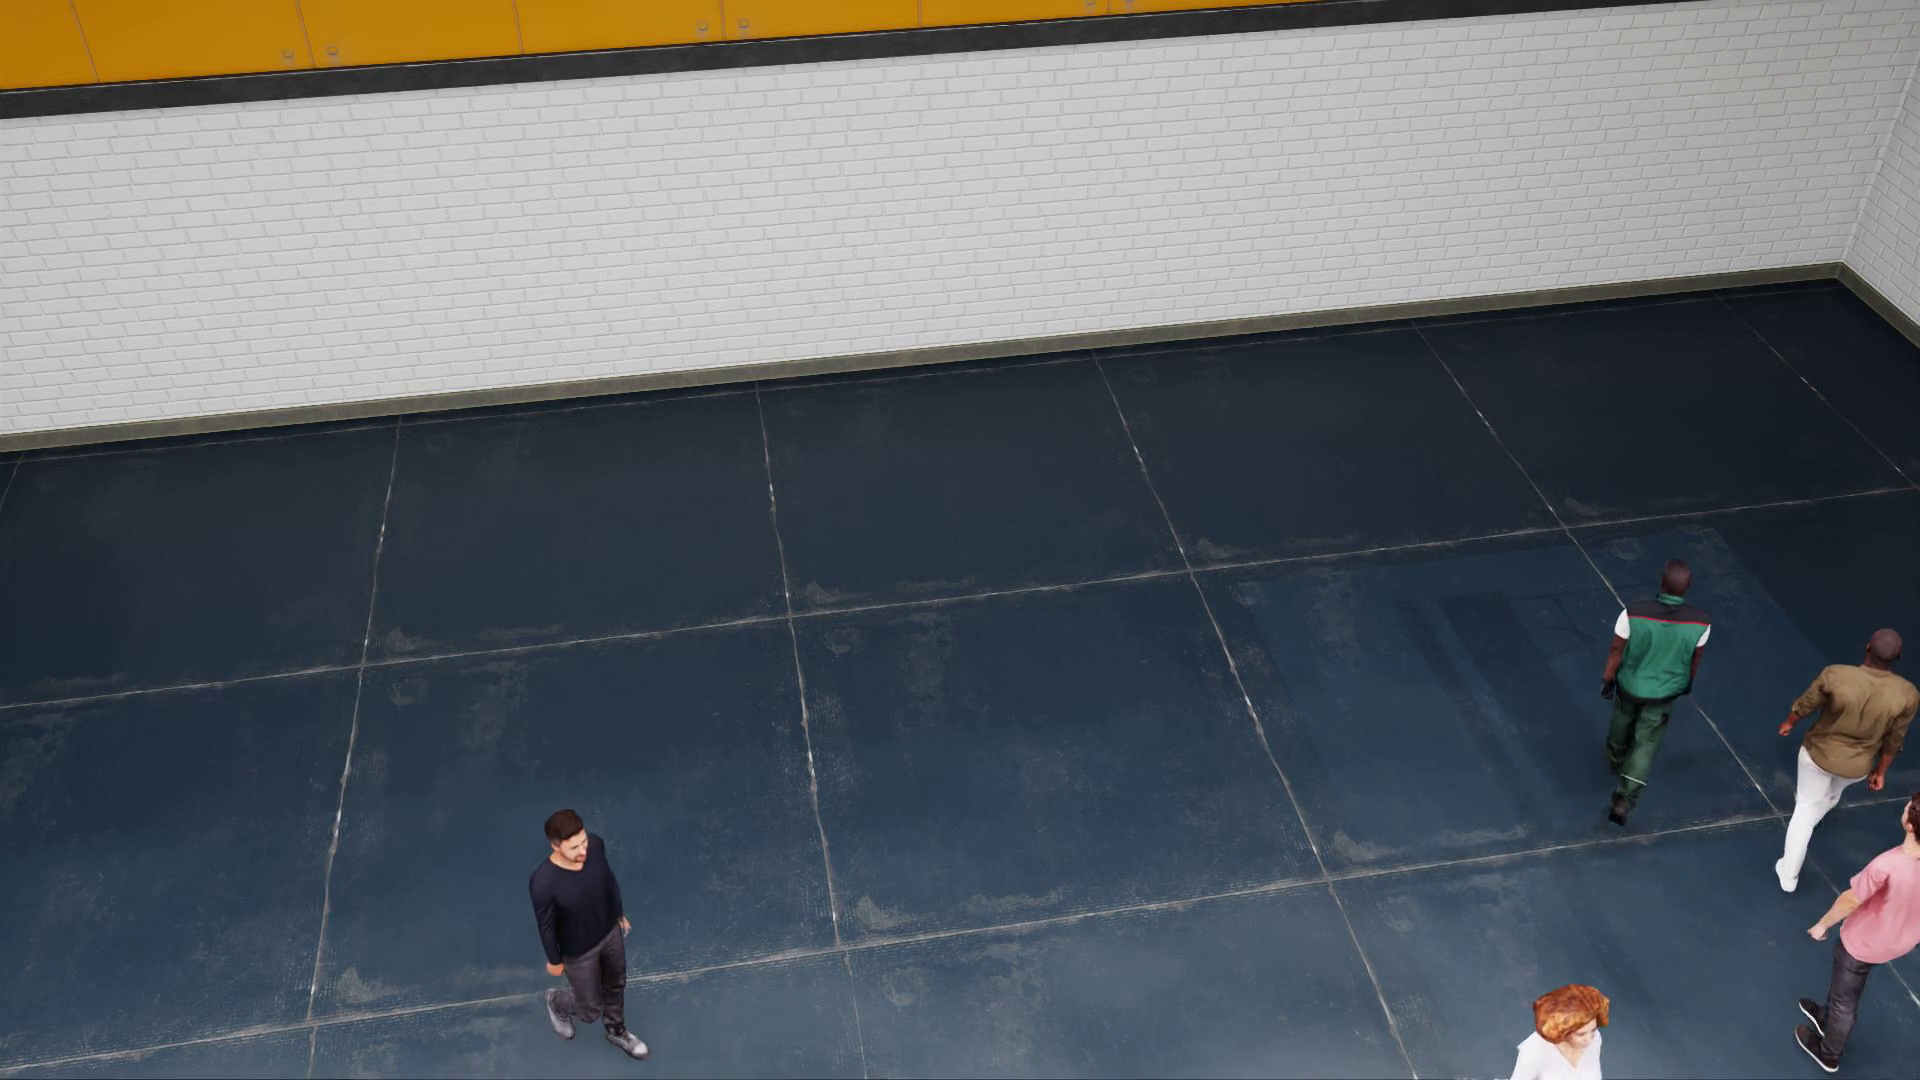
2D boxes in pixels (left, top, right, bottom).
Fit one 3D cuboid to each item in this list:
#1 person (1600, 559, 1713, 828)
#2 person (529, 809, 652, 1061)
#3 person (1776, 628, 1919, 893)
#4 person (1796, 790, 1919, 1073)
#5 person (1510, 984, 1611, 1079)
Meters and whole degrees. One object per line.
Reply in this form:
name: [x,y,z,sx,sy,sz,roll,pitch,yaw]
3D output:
person: [4.175,0.942,10.108,1.093,1.809,1.268,16,41,19]
person: [-2.006,2.042,8.693,0.970,1.856,0.914,22,44,26]
person: [5.076,1.330,9.635,1.010,1.794,1.194,8,39,10]
person: [4.757,2.106,8.541,0.697,1.946,0.696,-11,40,-13]
person: [2.753,2.673,8.032,0.699,1.695,0.907,-11,40,-13]
